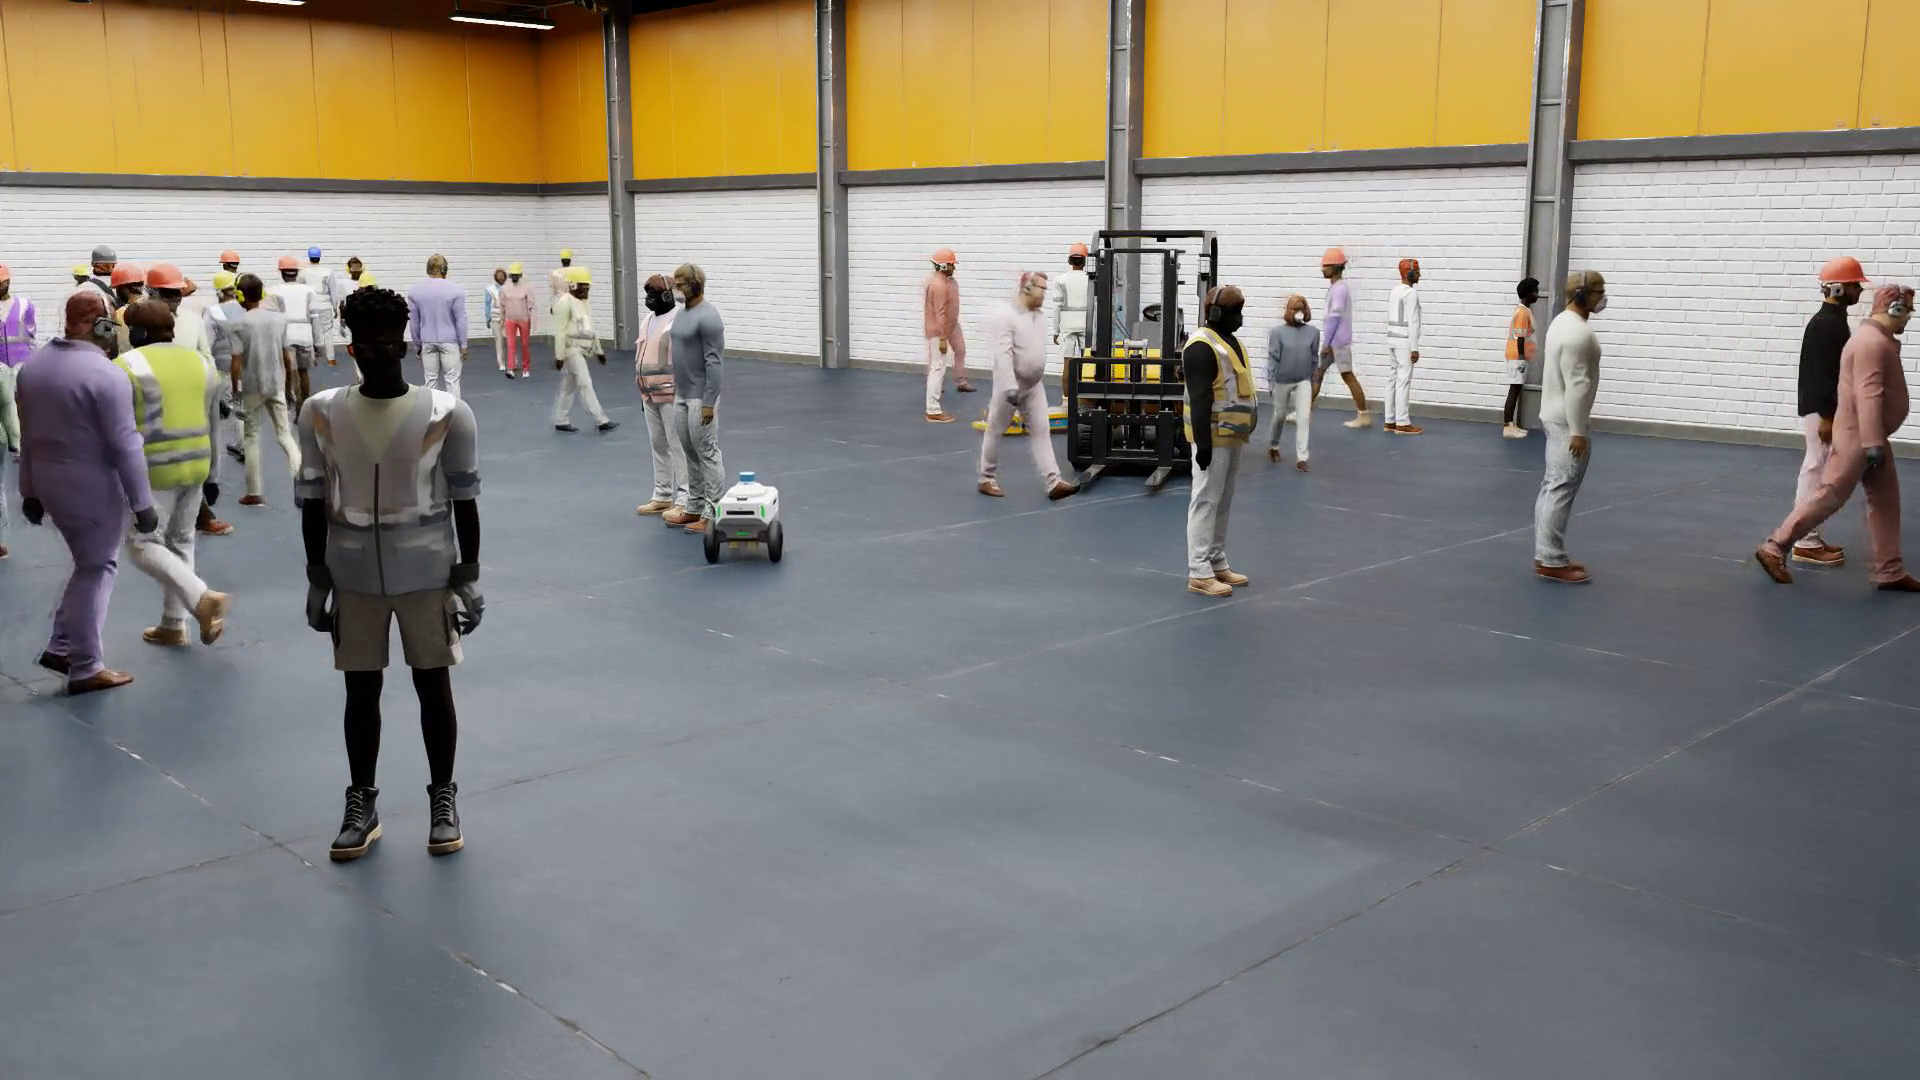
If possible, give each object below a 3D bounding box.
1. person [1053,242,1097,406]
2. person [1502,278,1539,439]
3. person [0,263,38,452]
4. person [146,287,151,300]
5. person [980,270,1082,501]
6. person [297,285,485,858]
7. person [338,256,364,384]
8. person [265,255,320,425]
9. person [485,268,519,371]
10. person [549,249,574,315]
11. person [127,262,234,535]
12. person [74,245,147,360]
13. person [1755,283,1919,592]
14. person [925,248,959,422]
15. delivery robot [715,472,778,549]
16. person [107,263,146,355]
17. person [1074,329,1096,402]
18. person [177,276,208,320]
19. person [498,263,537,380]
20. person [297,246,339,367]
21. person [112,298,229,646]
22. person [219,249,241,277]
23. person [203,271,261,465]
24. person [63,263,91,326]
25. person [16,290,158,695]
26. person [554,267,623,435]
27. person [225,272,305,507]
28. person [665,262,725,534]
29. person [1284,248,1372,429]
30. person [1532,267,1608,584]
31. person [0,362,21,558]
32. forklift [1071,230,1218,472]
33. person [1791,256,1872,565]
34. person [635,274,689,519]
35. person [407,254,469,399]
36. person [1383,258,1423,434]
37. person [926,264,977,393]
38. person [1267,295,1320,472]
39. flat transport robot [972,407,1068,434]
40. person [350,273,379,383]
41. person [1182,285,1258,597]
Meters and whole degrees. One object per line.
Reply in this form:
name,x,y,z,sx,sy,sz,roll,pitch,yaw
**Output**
person,1.419,-2.553,20.060,0.611,2.043,0.374,1,10,4
person,5.923,-1.919,17.575,0.321,1.691,0.532,4,11,20
person,-9.225,-1.750,16.105,0.544,1.901,0.962,-5,12,-28
person,-9.963,-2.456,20.640,0.314,1.636,0.515,5,11,23
person,0.531,-1.231,13.390,0.662,1.837,1.025,-9,14,-40
person,-1.947,0.116,5.712,0.603,1.966,0.372,-1,10,-7
person,-8.535,-3.098,23.601,0.524,1.845,0.875,-6,12,-31
person,-7.617,-2.273,18.921,0.547,1.907,0.842,-8,13,-38
person,-7.149,-3.434,26.028,0.546,1.598,0.801,-4,11,-22
person,-6.869,-4.145,29.133,0.581,1.904,0.839,-5,12,-25
person,-5.687,-1.024,11.991,0.990,1.953,0.609,4,11,19
person,-8.586,-1.955,16.802,0.538,2.000,0.689,9,14,40
person,5.390,-0.622,10.055,0.947,1.854,0.737,7,12,32
person,-0.206,-2.341,19.062,0.399,1.987,0.618,-1,10,-4
delivery robot,-1.414,-0.208,11.078,0.477,0.478,0.707,0,10,0
person,-6.535,-1.247,13.301,0.492,1.910,0.616,3,11,14
person,1.682,-2.578,21.202,0.626,1.672,0.548,-1,10,-5
person,-9.903,-2.605,21.535,0.640,1.605,0.510,8,13,37
person,-6.581,-3.250,24.746,0.557,1.715,0.903,-1,10,-6
person,-10.409,-3.775,26.981,0.616,1.946,0.394,-2,11,-9
person,-3.999,-0.315,8.470,0.683,1.821,0.642,5,11,24
person,-9.809,-2.953,22.525,0.372,1.939,0.544,4,11,21
person,-6.825,-1.608,15.562,0.763,1.795,0.619,8,13,37
person,-12.146,-2.955,23.055,0.517,1.755,0.536,8,13,36
person,-4.051,-0.213,7.742,0.669,1.880,0.419,6,12,28
person,-3.973,-2.007,17.747,0.905,1.786,0.605,2,11,9
person,-5.417,-1.158,12.981,0.550,1.848,0.750,-10,14,-43
person,-1.903,-1.015,11.962,0.373,1.940,0.628,-7,12,-32
person,4.089,-2.202,18.300,1.040,1.986,0.630,1,10,6
person,3.764,-0.706,10.274,0.351,1.937,0.635,2,11,11
person,-6.352,-0.616,10.735,0.512,1.601,0.754,-6,12,-29
forklift,1.804,-1.825,15.677,1.214,2.155,2.313,2,11,13
person,5.674,-0.846,10.879,0.376,1.996,0.613,6,12,28
person,-2.228,-1.077,12.563,0.429,1.842,0.634,-10,14,-42
person,-5.563,-2.083,17.802,0.629,1.933,0.379,1,10,6
person,4.792,-2.085,17.948,0.355,1.883,0.572,-2,11,-10
person,-0.127,-2.913,22.477,0.812,1.879,0.650,8,13,38
person,3.053,-1.461,15.322,0.508,1.595,0.847,-1,10,-5
flat transport robot,0.916,-1.318,18.163,1.431,0.197,0.652,-4,11,-22
person,-6.938,-2.302,19.624,0.481,1.707,0.869,-4,11,-21
person,1.556,-0.598,9.950,0.429,1.841,0.634,5,12,27
